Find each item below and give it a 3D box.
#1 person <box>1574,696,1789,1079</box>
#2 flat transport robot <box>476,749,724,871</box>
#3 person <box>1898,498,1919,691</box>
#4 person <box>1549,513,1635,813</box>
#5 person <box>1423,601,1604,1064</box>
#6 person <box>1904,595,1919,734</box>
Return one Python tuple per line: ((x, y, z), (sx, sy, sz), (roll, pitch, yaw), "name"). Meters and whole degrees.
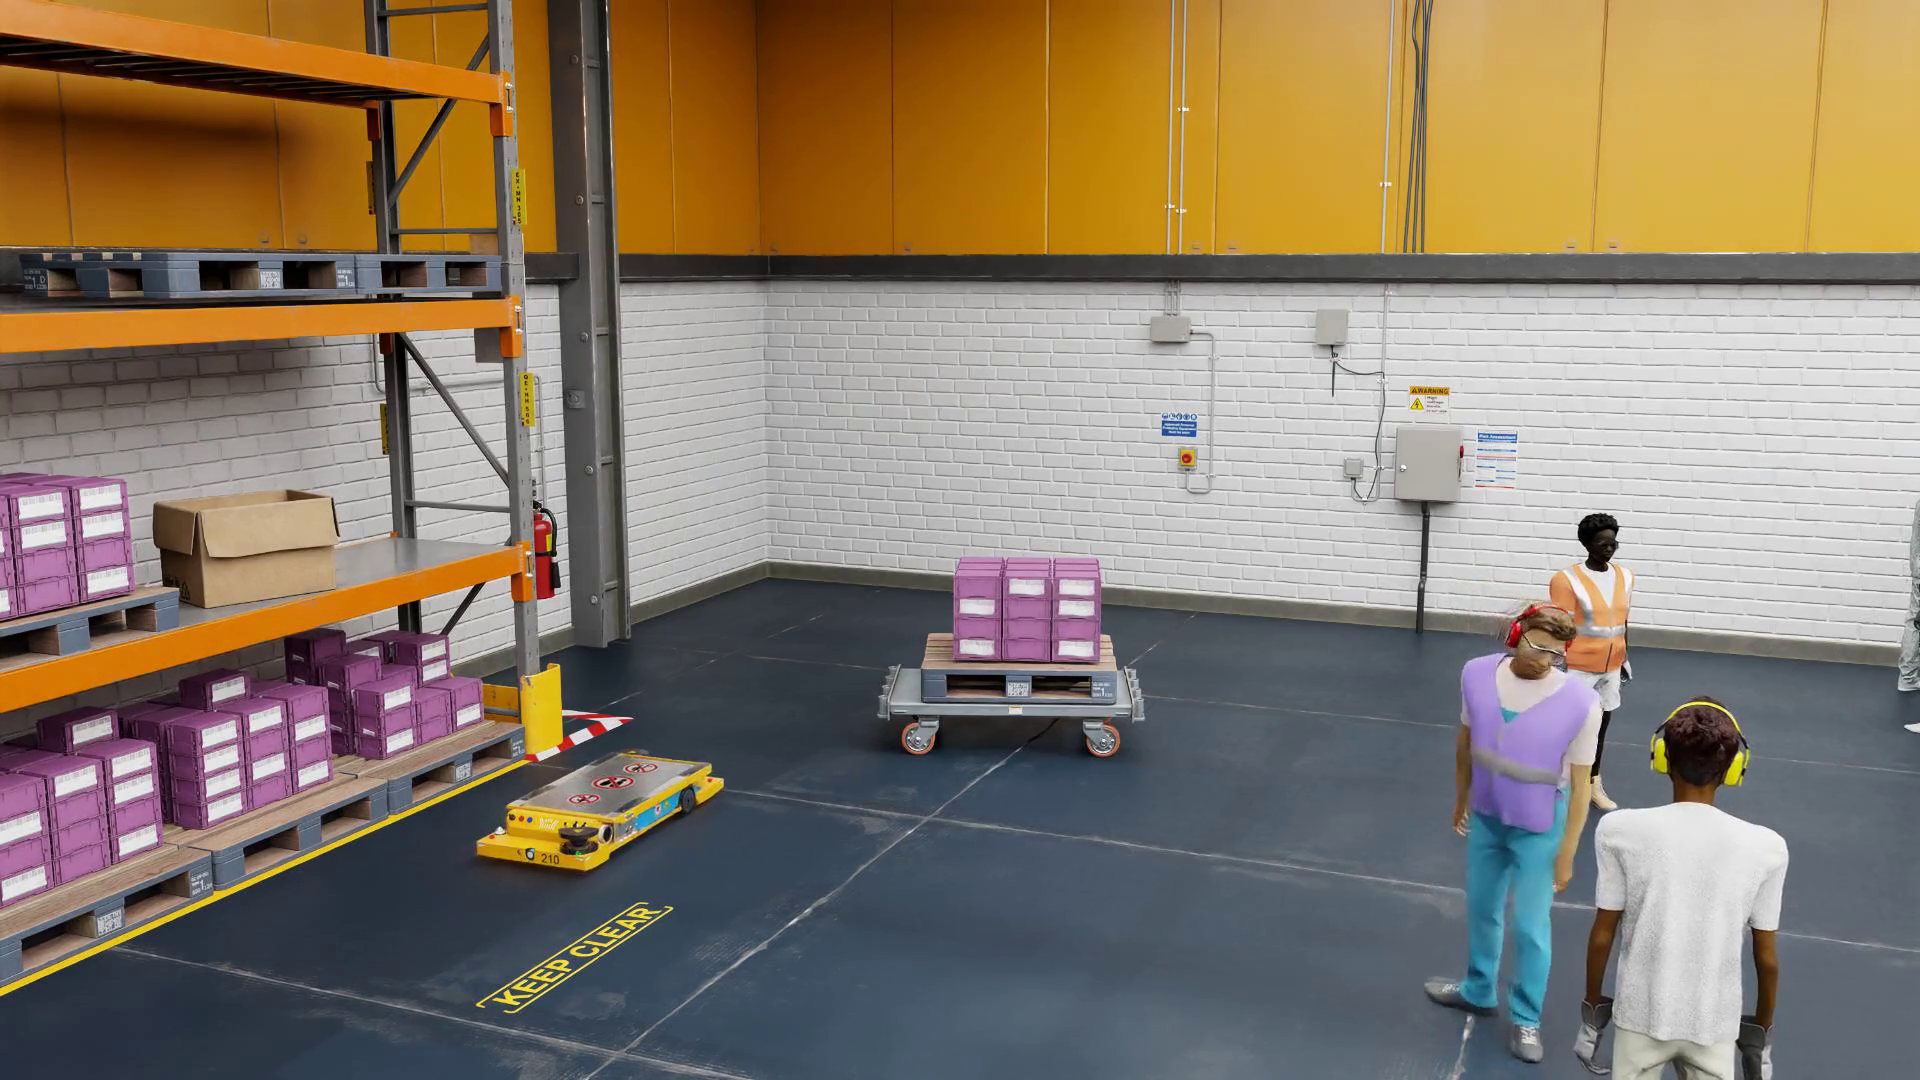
((1.987, 1.359, 4.623), (0.515, 1.862, 0.359), (3, 10, 15), "person")
((-1.907, 1.426, 8.991), (0.652, 0.197, 1.431), (3, 10, 20), "flat transport robot")
((6.889, 0.247, 11.694), (0.321, 1.741, 0.489), (-1, 9, -5), "person")
((3.473, 0.686, 9.164), (0.541, 1.695, 0.316), (-3, 10, -19), "person")
((2.111, 1.085, 6.435), (0.411, 1.802, 0.742), (-7, 12, -36), "person")
((6.393, 0.457, 10.714), (0.515, 1.645, 0.308), (-3, 10, -17), "person")
